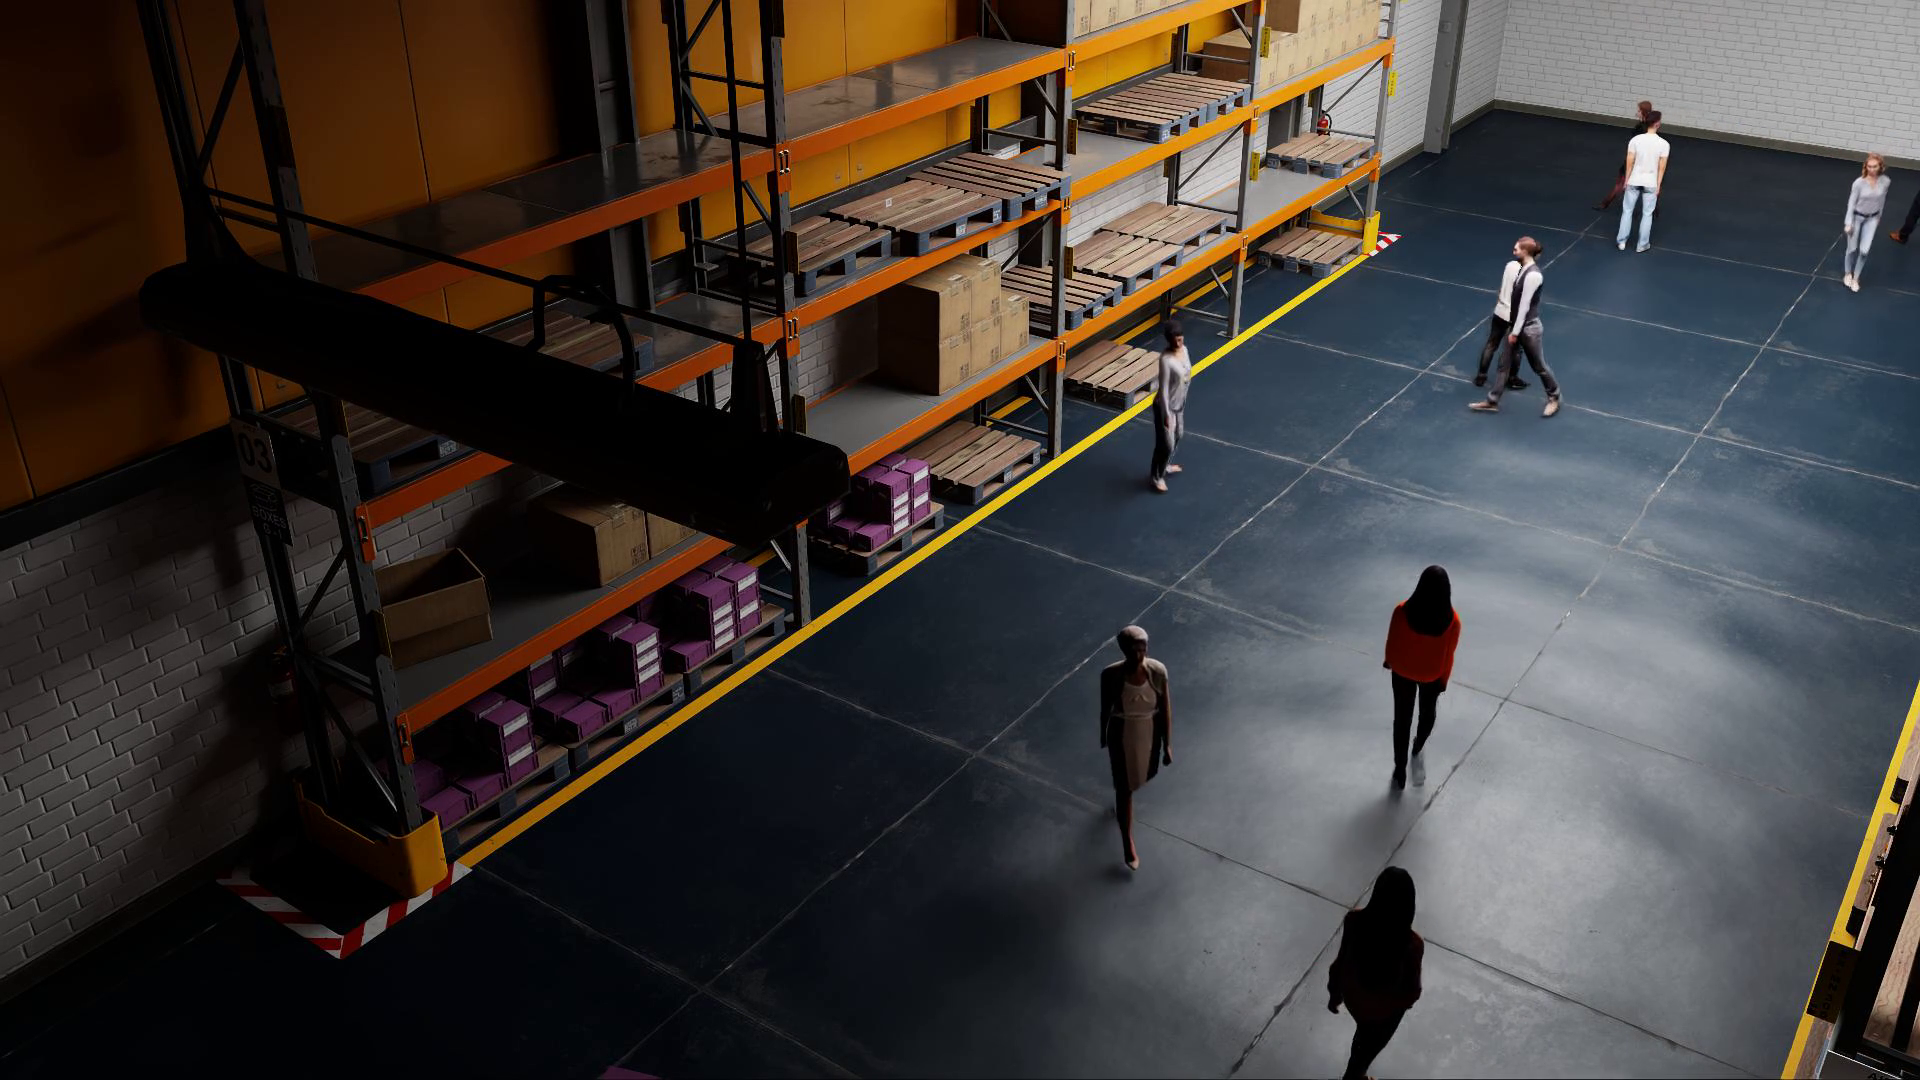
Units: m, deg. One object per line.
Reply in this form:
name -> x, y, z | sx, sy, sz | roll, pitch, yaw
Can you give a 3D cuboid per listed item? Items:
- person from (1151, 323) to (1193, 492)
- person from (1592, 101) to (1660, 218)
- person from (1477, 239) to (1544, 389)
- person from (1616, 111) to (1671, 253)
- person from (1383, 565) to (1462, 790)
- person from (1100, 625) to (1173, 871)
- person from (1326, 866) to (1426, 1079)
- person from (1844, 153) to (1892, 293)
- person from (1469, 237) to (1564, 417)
person -> 1.990, -1.305, 15.968 | 0.827, 1.745, 0.540 | 12, 31, 21
person -> 9.638, -5.303, 23.409 | 0.828, 1.637, 1.108 | 13, 31, 22
person -> 5.954, -2.458, 18.138 | 0.937, 1.690, 0.868 | -11, 31, -19
person -> 9.128, -4.785, 22.226 | 0.684, 1.862, 0.581 | 16, 32, 26
person -> 3.234, 1.002, 11.754 | 0.831, 1.730, 0.999 | 5, 29, 10
person -> 1.169, 1.298, 11.225 | 1.057, 1.716, 1.136 | -4, 29, -8
person -> 2.149, 2.565, 8.839 | 0.665, 1.777, 0.874 | 24, 36, 36
person -> 11.353, -4.008, 20.919 | 0.764, 1.748, 0.847 | 2, 29, 4
person -> 6.035, -2.215, 17.470 | 1.187, 1.903, 1.217 | -4, 29, -7
